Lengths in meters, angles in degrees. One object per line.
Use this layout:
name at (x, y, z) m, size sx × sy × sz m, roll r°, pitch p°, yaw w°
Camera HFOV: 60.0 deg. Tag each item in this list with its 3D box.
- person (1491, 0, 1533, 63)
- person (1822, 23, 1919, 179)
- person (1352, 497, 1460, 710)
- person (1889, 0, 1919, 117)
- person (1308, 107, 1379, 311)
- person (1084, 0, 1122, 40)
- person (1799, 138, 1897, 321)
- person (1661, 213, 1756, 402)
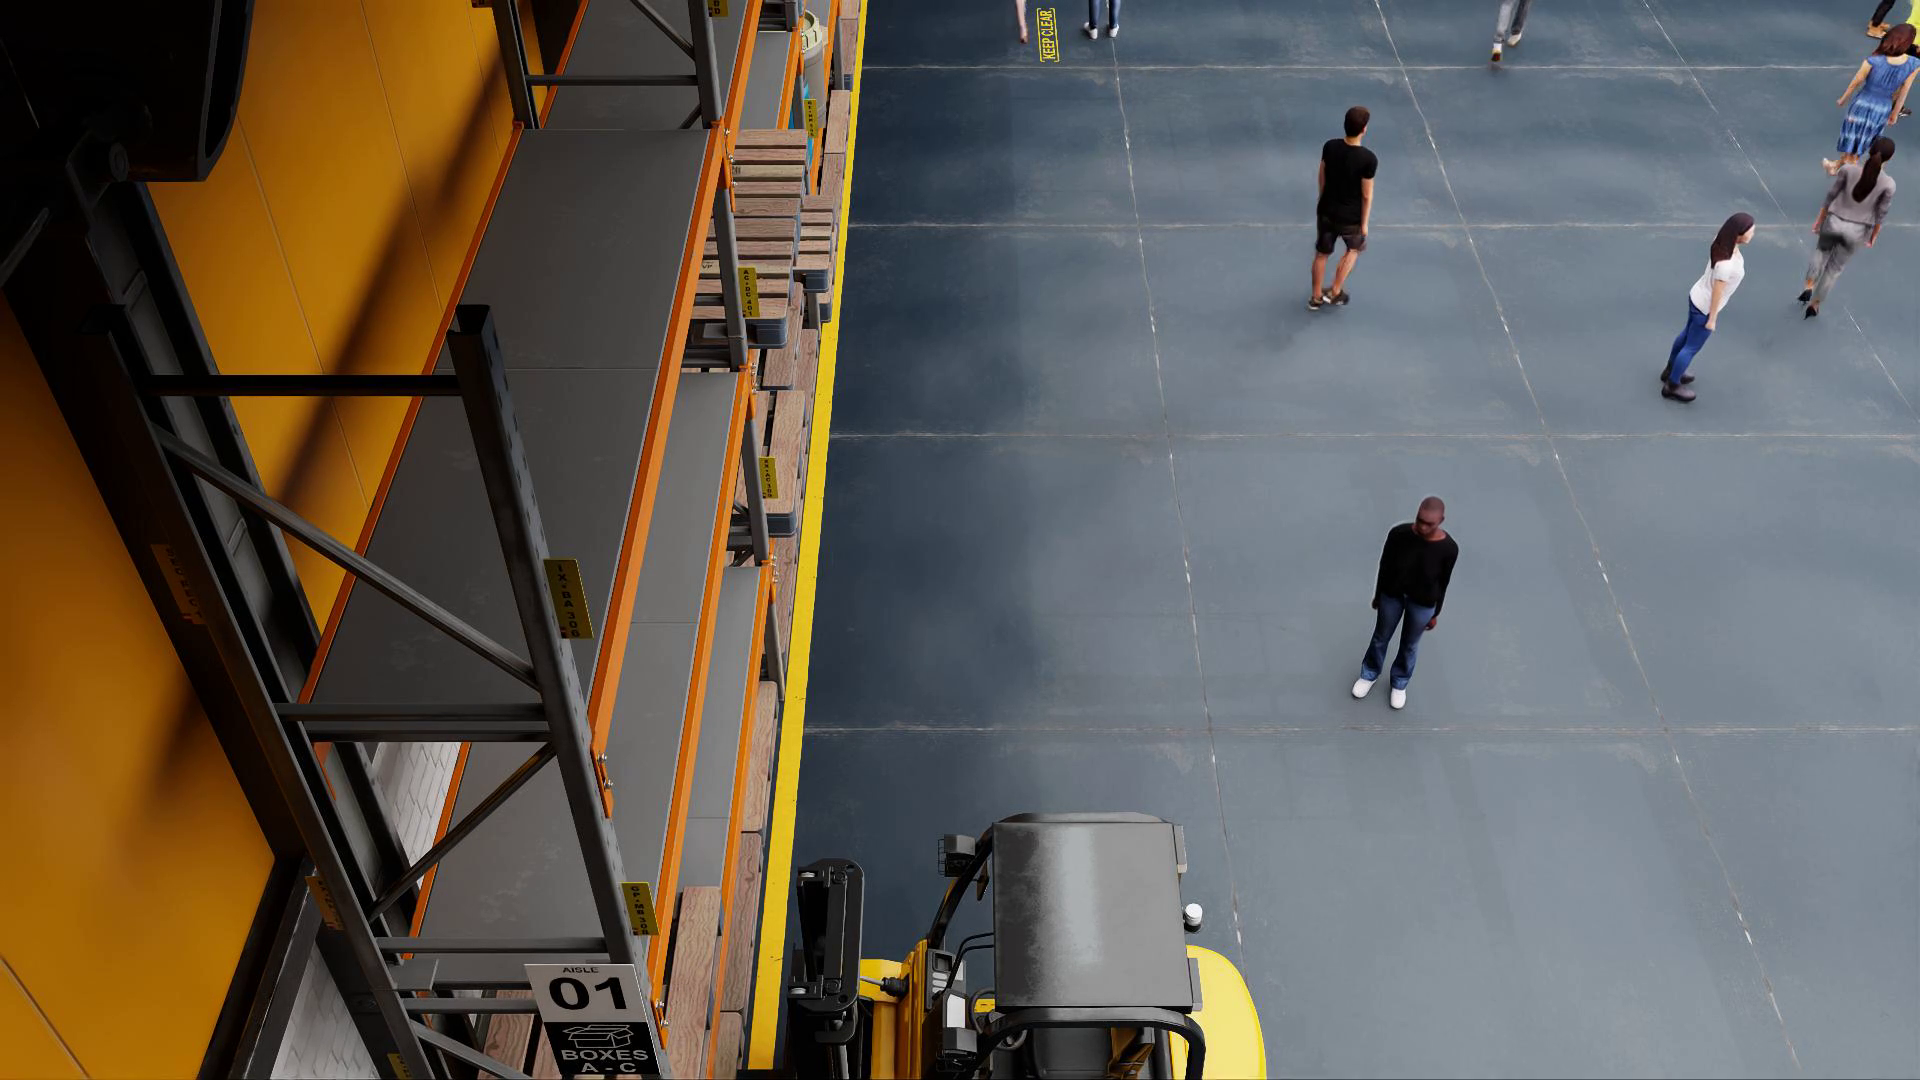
person at (5.749, -5.794, 16.969) m, size 0.986 × 1.868 × 1.255 m, roll 17°, pitch 46°, yaw 17°
person at (8.104, -3.687, 14.840) m, size 0.621 × 1.754 × 1.113 m, roll 0°, pitch 44°, yaw 0°
person at (2.854, 0.371, 10.584) m, size 0.674 × 1.748 × 0.675 m, roll 17°, pitch 46°, yaw 17°
person at (9.325, -4.952, 16.207) m, size 0.763 × 1.700 × 0.687 m, roll 7°, pitch 44°, yaw 7°
person at (3.086, -2.671, 13.704) m, size 0.802 × 1.850 × 0.839 m, roll 29°, pitch 51°, yaw 27°
person at (1.526, -6.140, 17.332) m, size 0.723 × 1.869 × 0.616 m, roll -4°, pitch 44°, yaw -5°
person at (7.234, -2.506, 13.668) m, size 0.753 × 1.661 × 0.796 m, roll 29°, pitch 51°, yaw 27°
person at (5.781, -1.816, 12.931) m, size 0.705 × 1.678 × 0.540 m, roll 9°, pitch 44°, yaw 10°
